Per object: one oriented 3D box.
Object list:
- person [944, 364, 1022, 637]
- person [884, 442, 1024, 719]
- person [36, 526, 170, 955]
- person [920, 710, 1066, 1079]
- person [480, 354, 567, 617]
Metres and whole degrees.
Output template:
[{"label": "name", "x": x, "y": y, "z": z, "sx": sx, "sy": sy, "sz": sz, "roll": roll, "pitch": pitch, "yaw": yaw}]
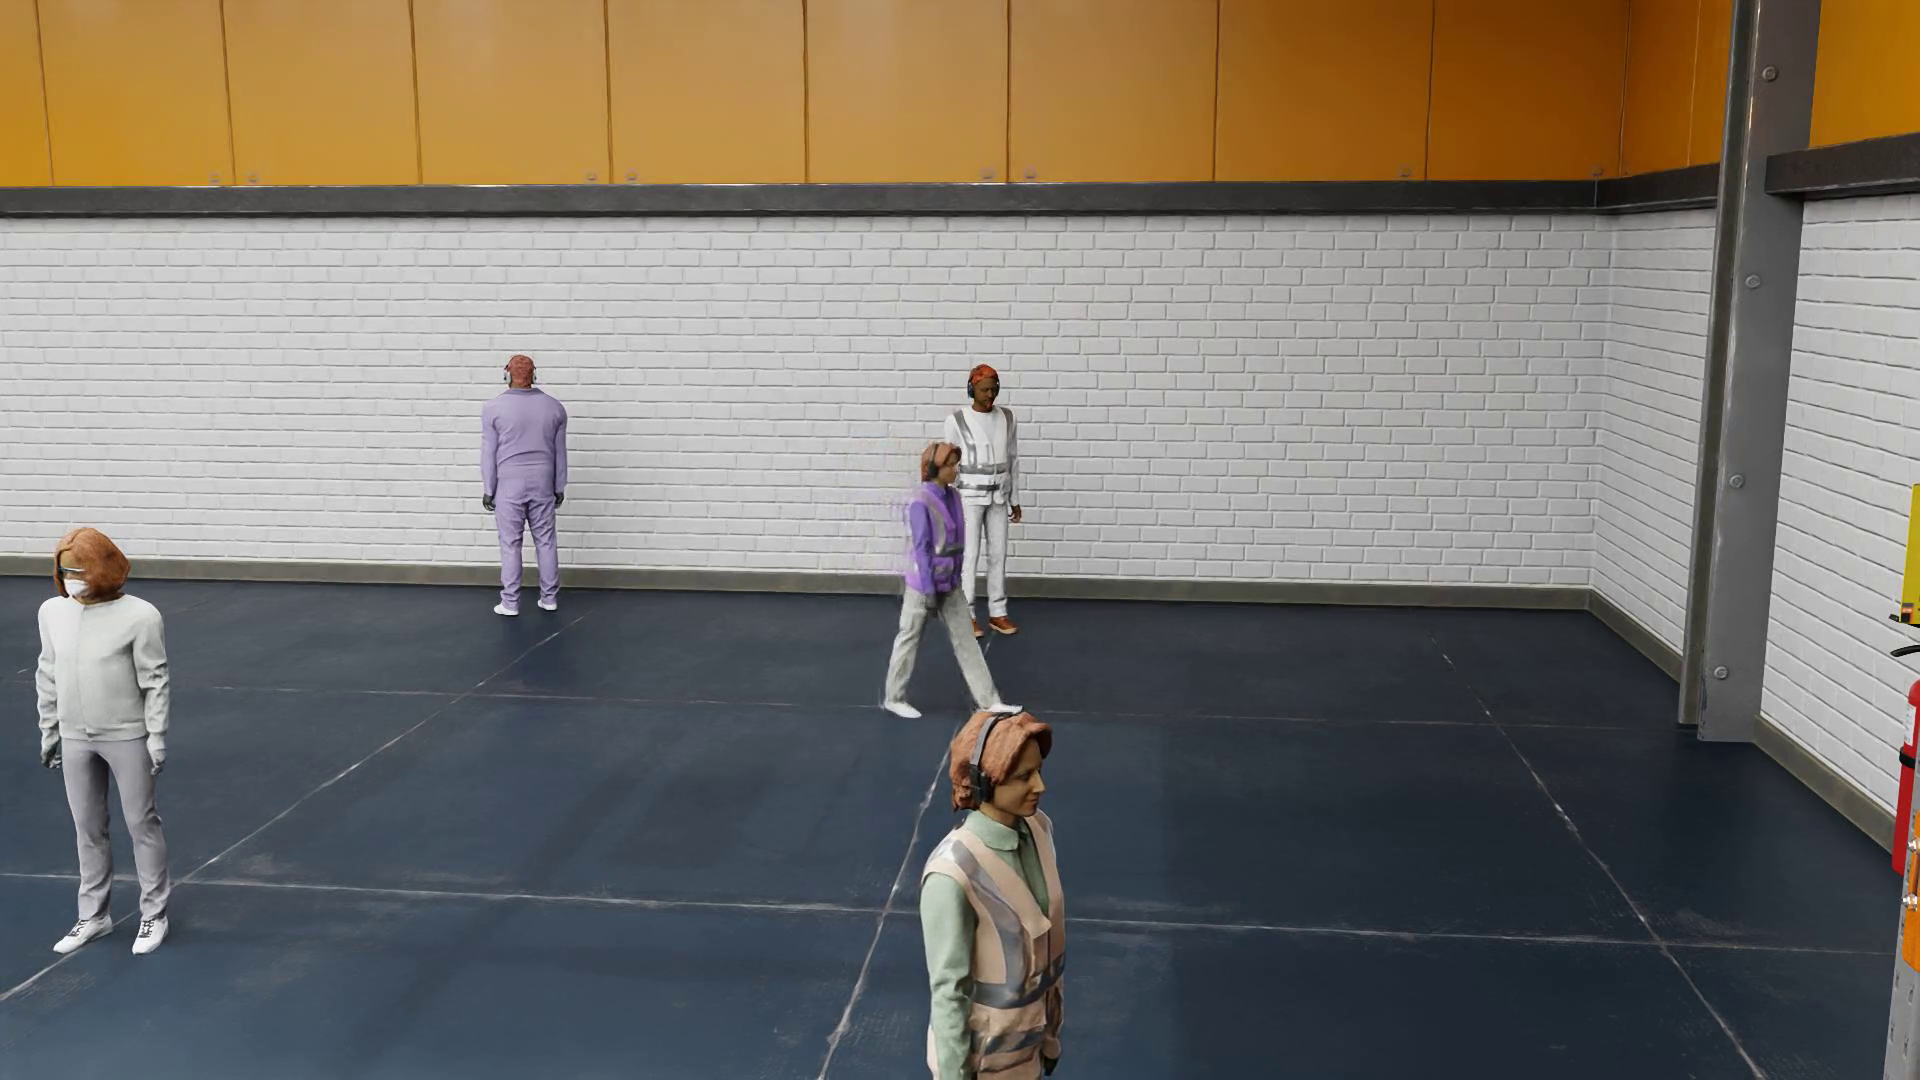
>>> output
[{"label": "person", "x": 0.157, "y": -0.267, "z": 11.418, "sx": 0.585, "sy": 1.879, "sz": 0.367, "roll": -6, "pitch": 12, "yaw": -31}, {"label": "person", "x": -0.088, "y": 0.253, "z": 9.234, "sx": 0.874, "sy": 1.585, "sz": 0.534, "roll": 6, "pitch": 11, "yaw": 29}, {"label": "person", "x": -3.218, "y": 0.754, "z": 6.259, "sx": 0.499, "sy": 1.633, "sz": 0.279, "roll": 1, "pitch": 10, "yaw": 5}, {"label": "person", "x": 0.079, "y": 1.183, "z": 3.788, "sx": 0.306, "sy": 1.640, "sz": 0.523, "roll": 5, "pitch": 11, "yaw": 26}, {"label": "person", "x": -3.175, "y": -0.396, "z": 12.101, "sx": 0.638, "sy": 1.900, "sz": 0.404, "roll": -7, "pitch": 12, "yaw": -35}]
